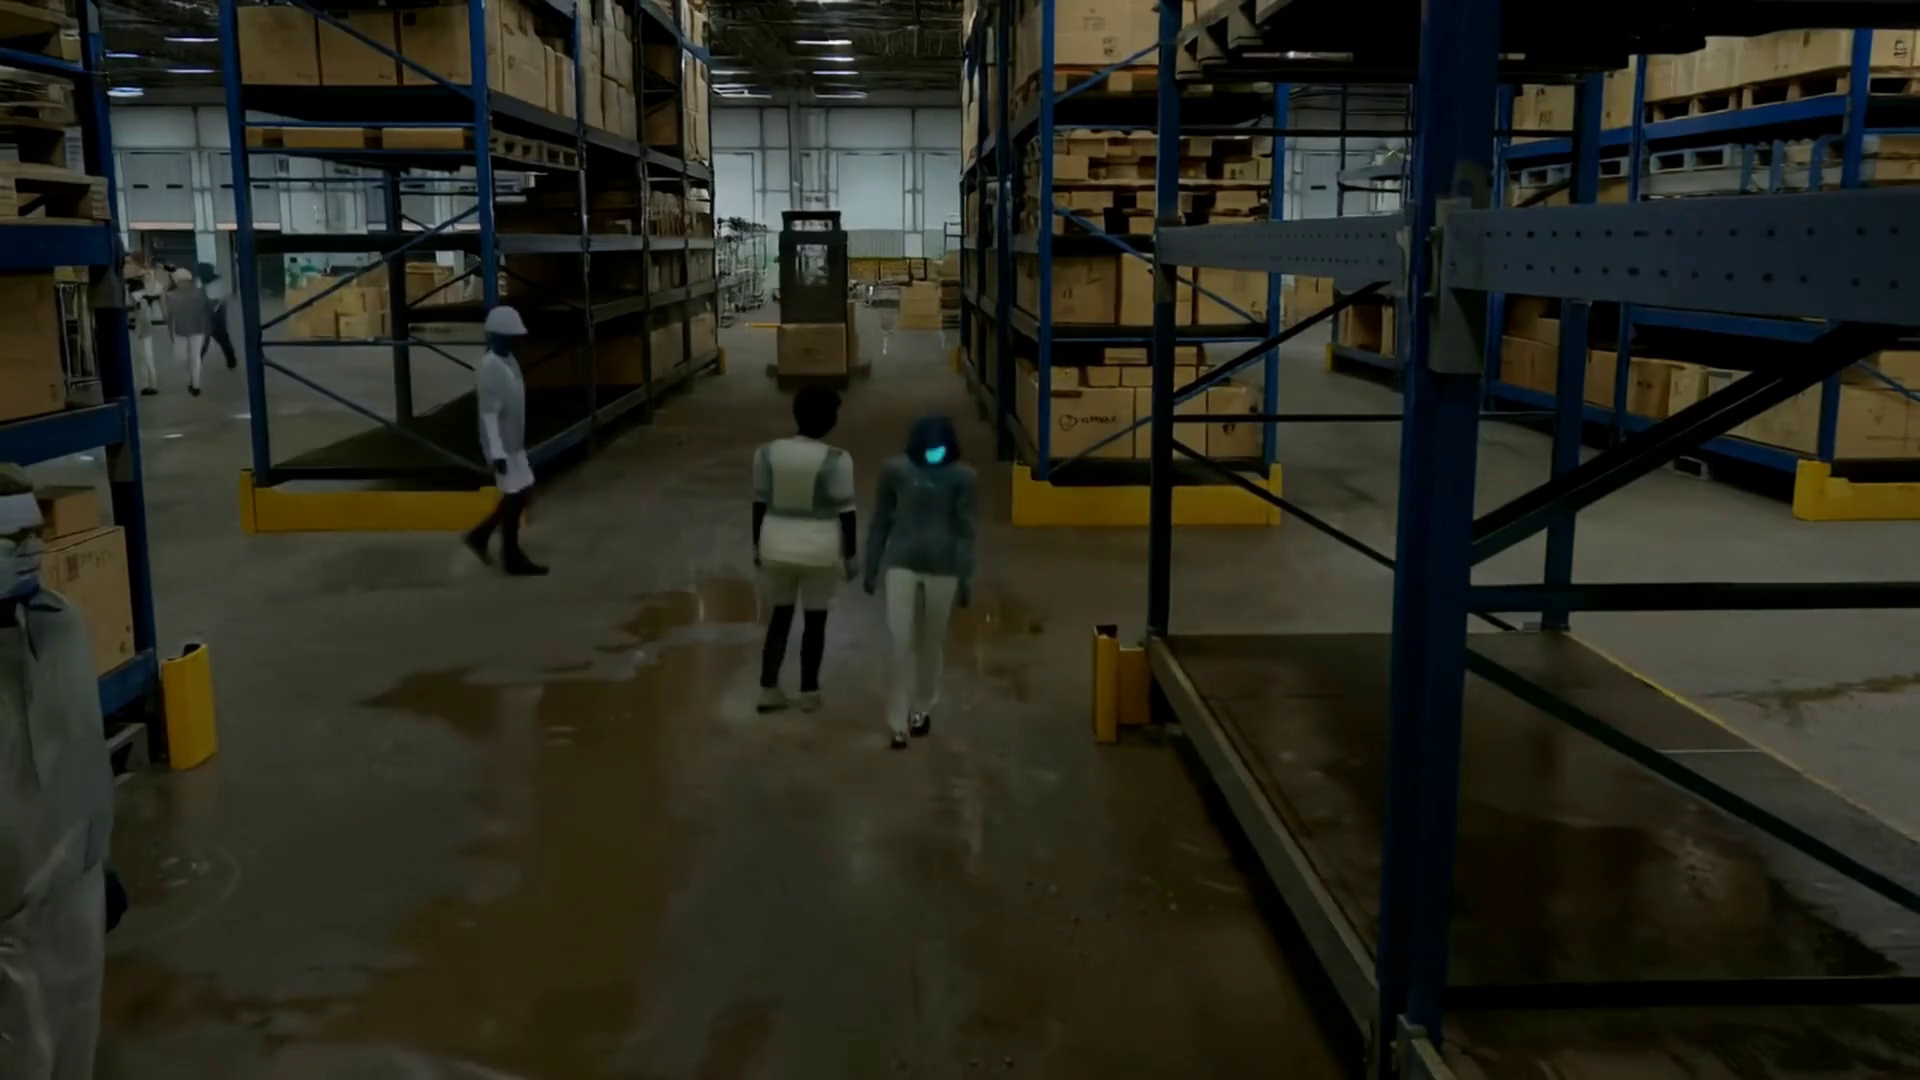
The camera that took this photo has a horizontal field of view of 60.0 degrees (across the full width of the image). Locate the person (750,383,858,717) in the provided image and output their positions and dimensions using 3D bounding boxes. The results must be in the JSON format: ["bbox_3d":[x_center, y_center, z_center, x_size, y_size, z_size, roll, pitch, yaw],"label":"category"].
[{"bbox_3d":[-0.761,0.064,8.139,0.564,1.664,0.365,3,10,14],"label":"person"}]

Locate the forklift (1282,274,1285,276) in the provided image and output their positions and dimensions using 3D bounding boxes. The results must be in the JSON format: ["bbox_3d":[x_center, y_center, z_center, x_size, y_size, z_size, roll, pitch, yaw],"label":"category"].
[{"bbox_3d":[12.240,-10.302,62.509,1.129,2.768,1.873,0,10,-2],"label":"forklift"}]

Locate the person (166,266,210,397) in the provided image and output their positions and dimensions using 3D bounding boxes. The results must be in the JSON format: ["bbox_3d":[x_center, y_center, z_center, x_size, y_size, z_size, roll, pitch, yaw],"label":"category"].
[{"bbox_3d":[-11.702,-3.164,25.278,0.620,1.972,0.574,-2,10,-11],"label":"person"}]

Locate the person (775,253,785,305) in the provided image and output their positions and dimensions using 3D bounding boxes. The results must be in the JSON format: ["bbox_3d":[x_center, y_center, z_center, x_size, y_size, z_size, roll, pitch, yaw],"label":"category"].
[{"bbox_3d":[-6.713,-9.741,62.035,0.400,1.926,0.566,1,10,7],"label":"person"}]

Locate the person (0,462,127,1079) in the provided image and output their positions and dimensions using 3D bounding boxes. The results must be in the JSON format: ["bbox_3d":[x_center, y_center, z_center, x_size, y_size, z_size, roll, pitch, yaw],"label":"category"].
[{"bbox_3d":[-2.020,0.772,3.577,0.401,1.900,0.636,1,10,4],"label":"person"}]

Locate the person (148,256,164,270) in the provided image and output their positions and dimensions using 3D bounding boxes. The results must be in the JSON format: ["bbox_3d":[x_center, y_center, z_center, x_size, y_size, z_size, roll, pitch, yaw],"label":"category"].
[{"bbox_3d":[-28.436,-9.110,58.786,0.622,1.839,0.429,3,11,18],"label":"person"}]

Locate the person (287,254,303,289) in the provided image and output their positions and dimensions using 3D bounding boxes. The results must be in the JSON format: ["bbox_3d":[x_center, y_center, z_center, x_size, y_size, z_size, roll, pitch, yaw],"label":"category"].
[{"bbox_3d":[-25.686,-10.101,64.193,0.979,1.882,0.603,4,11,21],"label":"person"}]

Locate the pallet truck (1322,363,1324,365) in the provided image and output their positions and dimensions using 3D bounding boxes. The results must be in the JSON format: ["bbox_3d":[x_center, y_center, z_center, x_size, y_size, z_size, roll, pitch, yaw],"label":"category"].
[{"bbox_3d":[7.712,-4.157,30.737,1.885,1.965,0.823,3,11,16],"label":"pallet truck"}]

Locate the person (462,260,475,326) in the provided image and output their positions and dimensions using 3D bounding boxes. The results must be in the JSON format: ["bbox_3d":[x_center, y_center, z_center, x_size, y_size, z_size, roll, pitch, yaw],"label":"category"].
[{"bbox_3d":[-13.714,-6.869,46.296,0.389,1.845,0.520,4,11,20],"label":"person"}]

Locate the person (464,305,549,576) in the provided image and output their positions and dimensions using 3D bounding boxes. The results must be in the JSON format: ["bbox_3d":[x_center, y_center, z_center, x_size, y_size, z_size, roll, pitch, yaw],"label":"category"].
[{"bbox_3d":[-3.207,-0.674,11.573,0.526,1.916,0.567,1,10,6],"label":"person"}]

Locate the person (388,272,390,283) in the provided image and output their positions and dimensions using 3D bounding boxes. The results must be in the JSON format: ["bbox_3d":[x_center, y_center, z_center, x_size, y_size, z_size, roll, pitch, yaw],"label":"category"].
[{"bbox_3d":[-18.741,-8.403,55.258,0.534,1.692,0.321,-10,14,-43],"label":"person"}]

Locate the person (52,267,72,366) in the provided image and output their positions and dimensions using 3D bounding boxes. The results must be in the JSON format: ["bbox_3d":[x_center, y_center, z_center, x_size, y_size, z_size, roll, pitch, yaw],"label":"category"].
[{"bbox_3d":[-17.107,-4.245,31.315,0.613,1.966,0.361,3,10,14],"label":"person"}]

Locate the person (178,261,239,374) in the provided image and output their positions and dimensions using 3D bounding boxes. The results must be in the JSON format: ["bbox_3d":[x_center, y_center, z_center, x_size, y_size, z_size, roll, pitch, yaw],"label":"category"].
[{"bbox_3d":[-13.270,-3.915,29.267,0.995,2.000,0.695,-9,13,-39],"label":"person"}]

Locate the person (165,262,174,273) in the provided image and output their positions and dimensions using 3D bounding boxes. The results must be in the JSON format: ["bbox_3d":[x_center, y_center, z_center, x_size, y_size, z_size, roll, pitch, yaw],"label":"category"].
[{"bbox_3d":[-24.325,-7.718,51.332,0.698,1.724,0.487,9,13,40],"label":"person"}]

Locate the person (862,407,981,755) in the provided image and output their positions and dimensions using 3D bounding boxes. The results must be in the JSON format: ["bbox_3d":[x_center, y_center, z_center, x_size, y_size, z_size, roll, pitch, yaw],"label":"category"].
[{"bbox_3d":[-0.177,0.188,7.652,0.554,1.587,0.772,-1,10,-3],"label":"person"}]

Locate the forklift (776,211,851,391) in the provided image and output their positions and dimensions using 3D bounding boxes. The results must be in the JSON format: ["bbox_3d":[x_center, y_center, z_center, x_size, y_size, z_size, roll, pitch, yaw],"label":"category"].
[{"bbox_3d":[-2.333,-3.812,26.358,1.129,2.768,1.873,0,10,-2],"label":"forklift"}]

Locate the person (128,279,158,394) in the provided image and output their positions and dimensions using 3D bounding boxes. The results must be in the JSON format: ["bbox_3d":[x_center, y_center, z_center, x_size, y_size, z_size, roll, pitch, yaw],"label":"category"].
[{"bbox_3d":[-12.603,-3.128,25.658,0.329,1.765,0.525,-5,11,-25],"label":"person"}]
